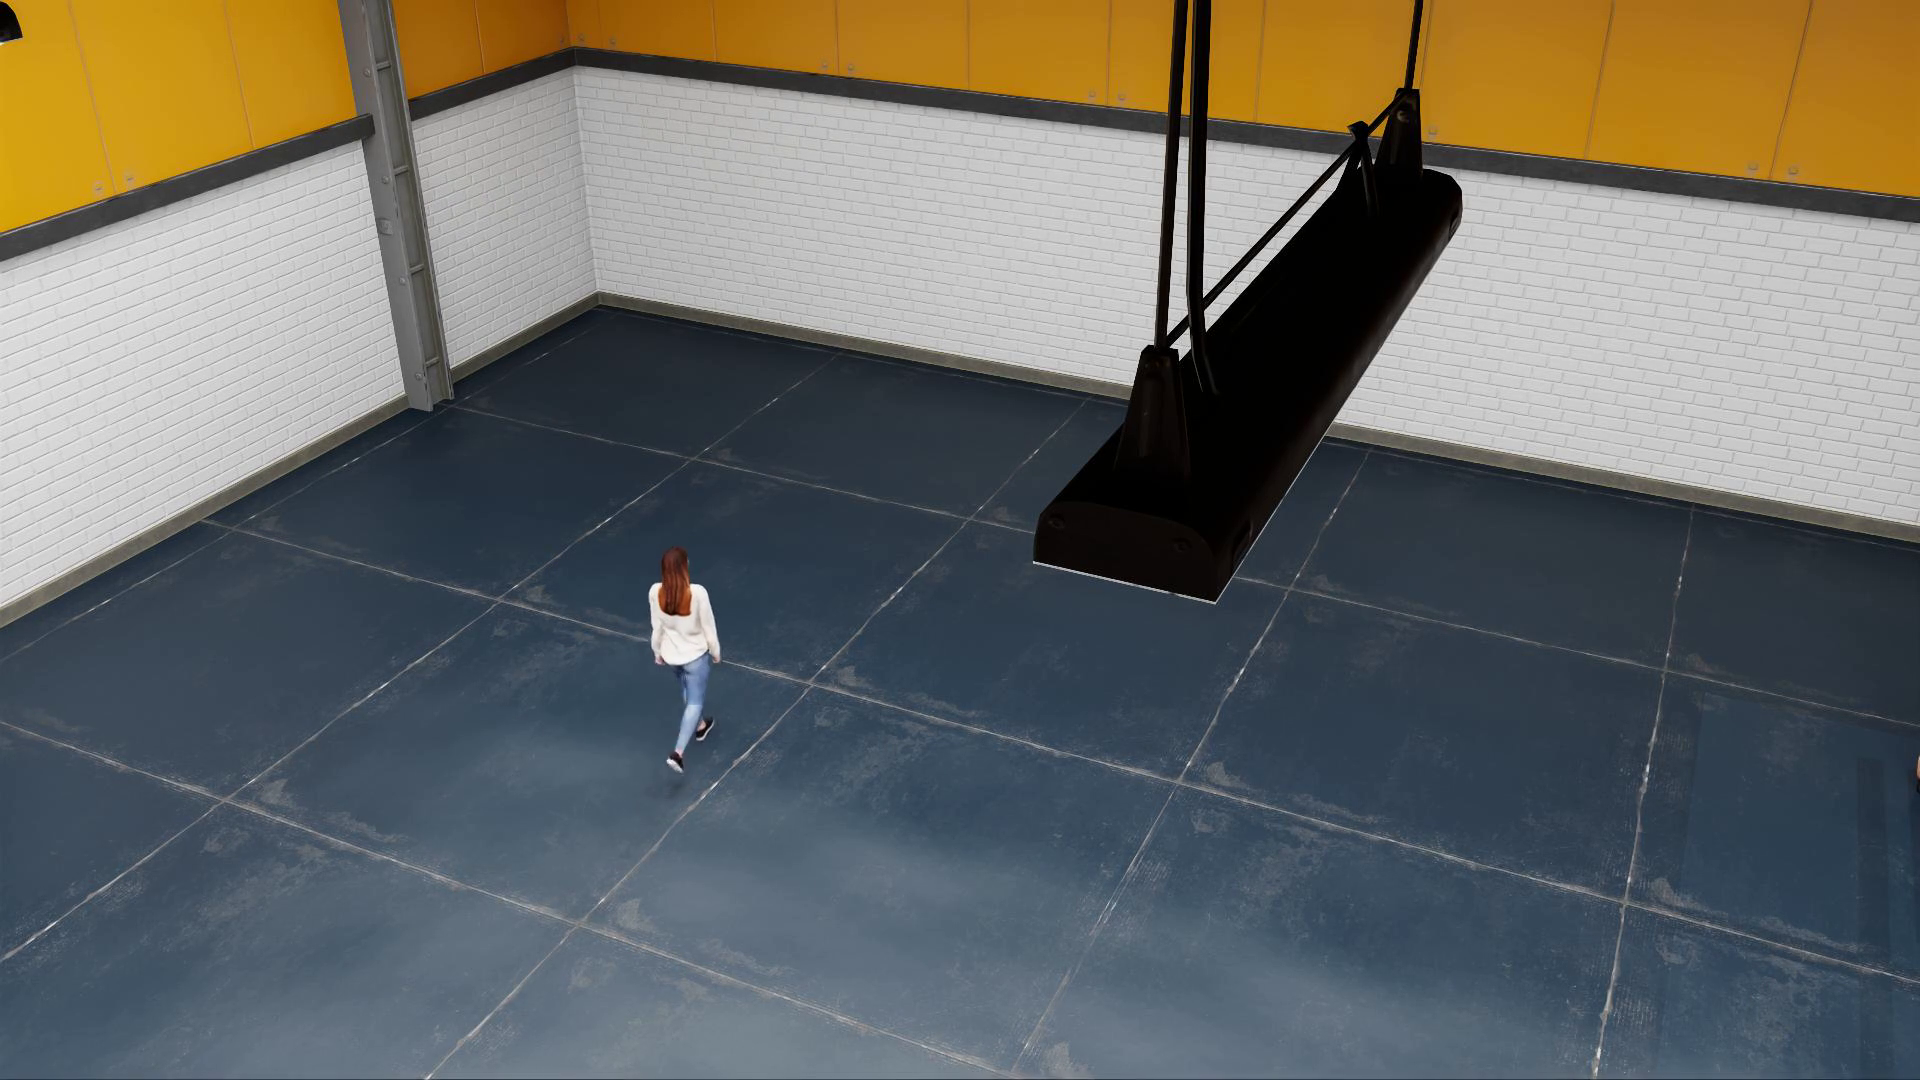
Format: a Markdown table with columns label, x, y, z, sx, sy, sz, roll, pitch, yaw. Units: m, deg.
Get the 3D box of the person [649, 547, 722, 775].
| label | x | y | z | sx | sy | sz | roll | pitch | yaw |
| --- | --- | --- | --- | --- | --- | --- | --- | --- | --- |
| person | -1.924 | 0.851 | 11.601 | 0.723 | 1.664 | 1.105 | 8 | 30 | 14 |
